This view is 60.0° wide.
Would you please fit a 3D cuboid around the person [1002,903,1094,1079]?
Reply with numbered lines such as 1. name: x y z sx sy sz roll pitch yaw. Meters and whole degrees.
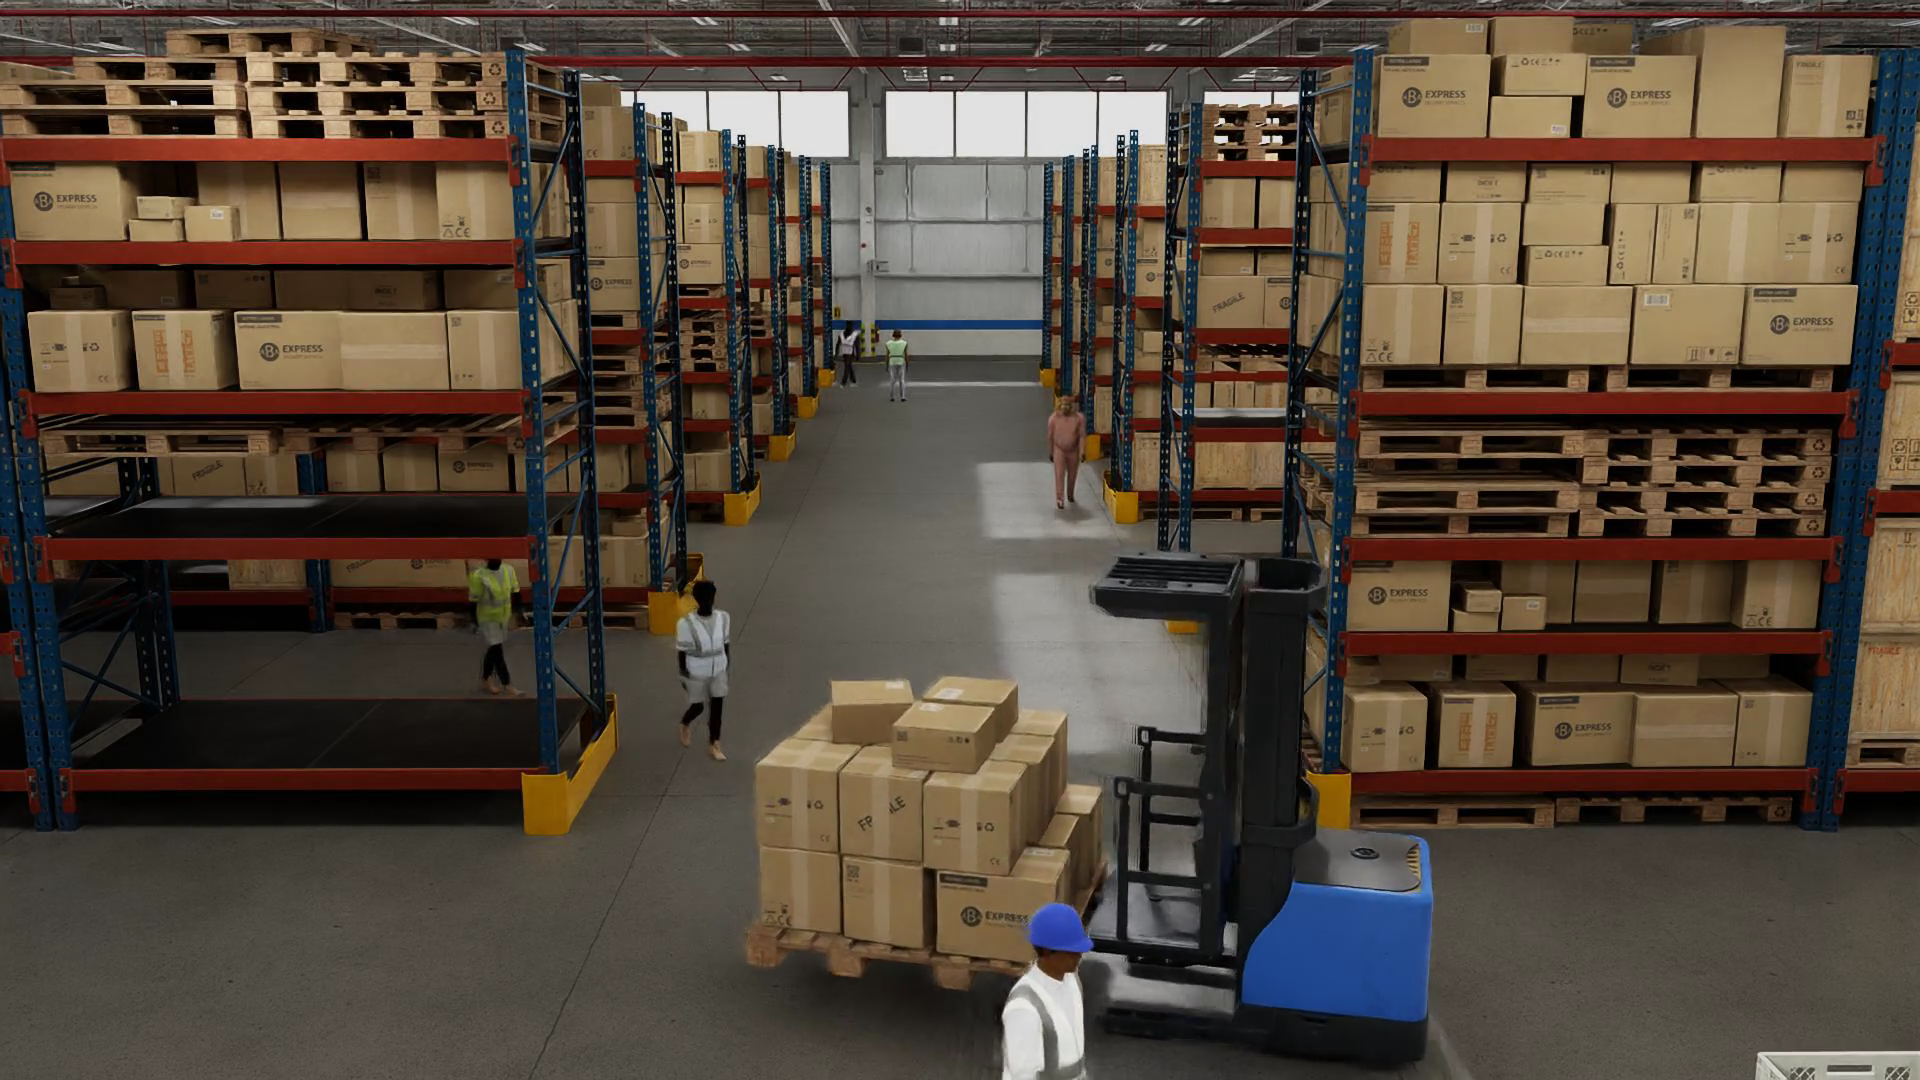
1. person: 0.371 2.542 7.557 0.987 1.903 0.639 7 13 30

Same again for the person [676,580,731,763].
1. person: -2.321 1.155 14.969 0.535 1.681 0.494 -8 14 -33

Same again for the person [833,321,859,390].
1. person: -3.033 -5.038 45.243 0.618 1.861 1.048 6 13 29

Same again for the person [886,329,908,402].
1. person: -1.598 -4.428 42.221 0.570 1.843 0.372 0 11 -1

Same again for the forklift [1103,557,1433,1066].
1. forklift: 1.901 1.551 10.010 1.873 2.768 1.129 3 12 14

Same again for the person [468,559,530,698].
1. person: -4.616 0.807 16.745 0.881 1.649 0.548 7 13 32

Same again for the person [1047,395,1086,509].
1. person: 1.762 -1.493 27.609 0.635 1.877 0.805 0 11 0
